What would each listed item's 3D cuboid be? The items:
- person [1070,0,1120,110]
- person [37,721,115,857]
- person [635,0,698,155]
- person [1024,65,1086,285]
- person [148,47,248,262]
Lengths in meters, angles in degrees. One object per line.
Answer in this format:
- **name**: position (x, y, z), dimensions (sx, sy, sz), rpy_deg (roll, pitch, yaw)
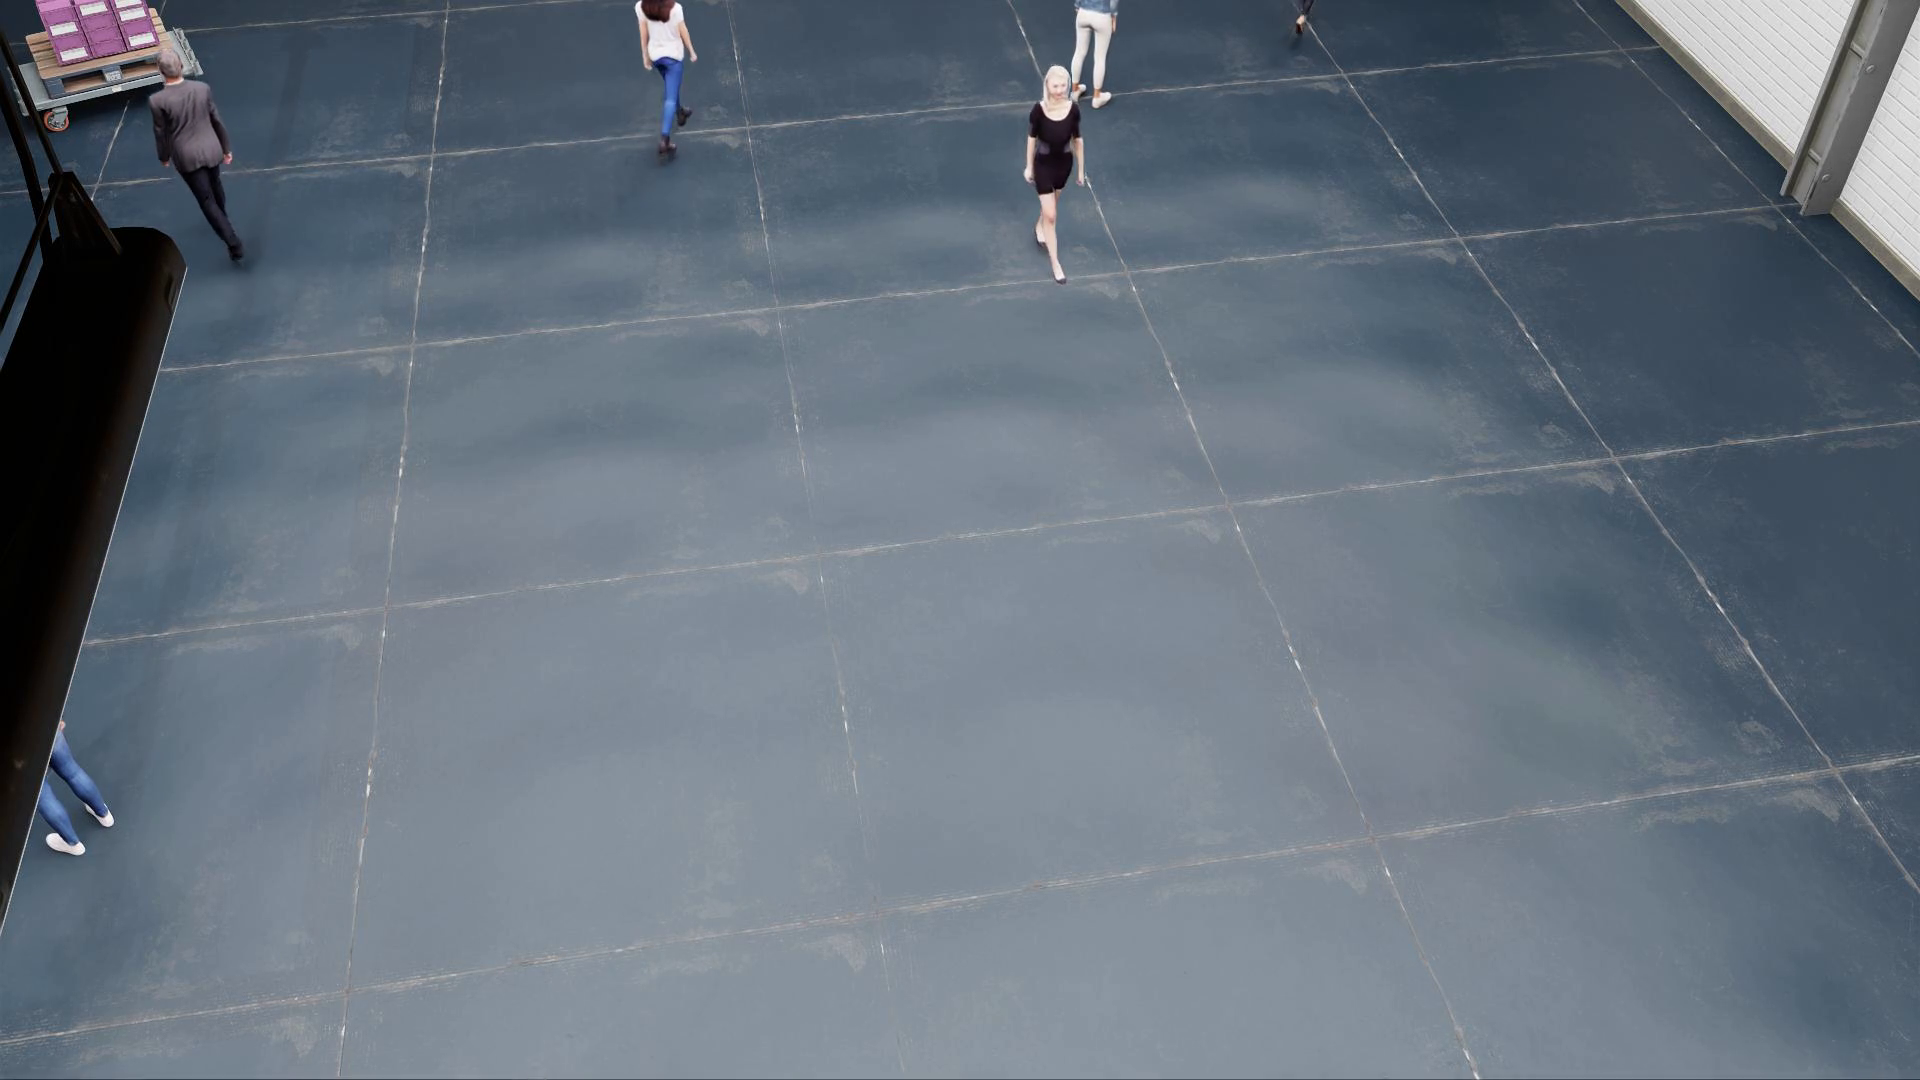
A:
- **person**: position (1.268, -4.942, 15.773), dimensions (0.684, 1.697, 0.727), rpy_deg (22, 48, 22)
- **person**: position (-5.239, 1.141, 9.371), dimensions (0.750, 1.720, 0.667), rpy_deg (21, 47, 20)
- **person**: position (-2.691, -4.310, 15.147), dimensions (0.994, 1.645, 1.217), rpy_deg (14, 45, 14)
- **person**: position (0.751, -3.098, 13.779), dimensions (0.674, 1.778, 1.170), rpy_deg (-10, 45, -11)
- **person**: position (-6.325, -3.175, 13.841), dimensions (1.290, 1.803, 1.156), rpy_deg (32, 52, 29)
